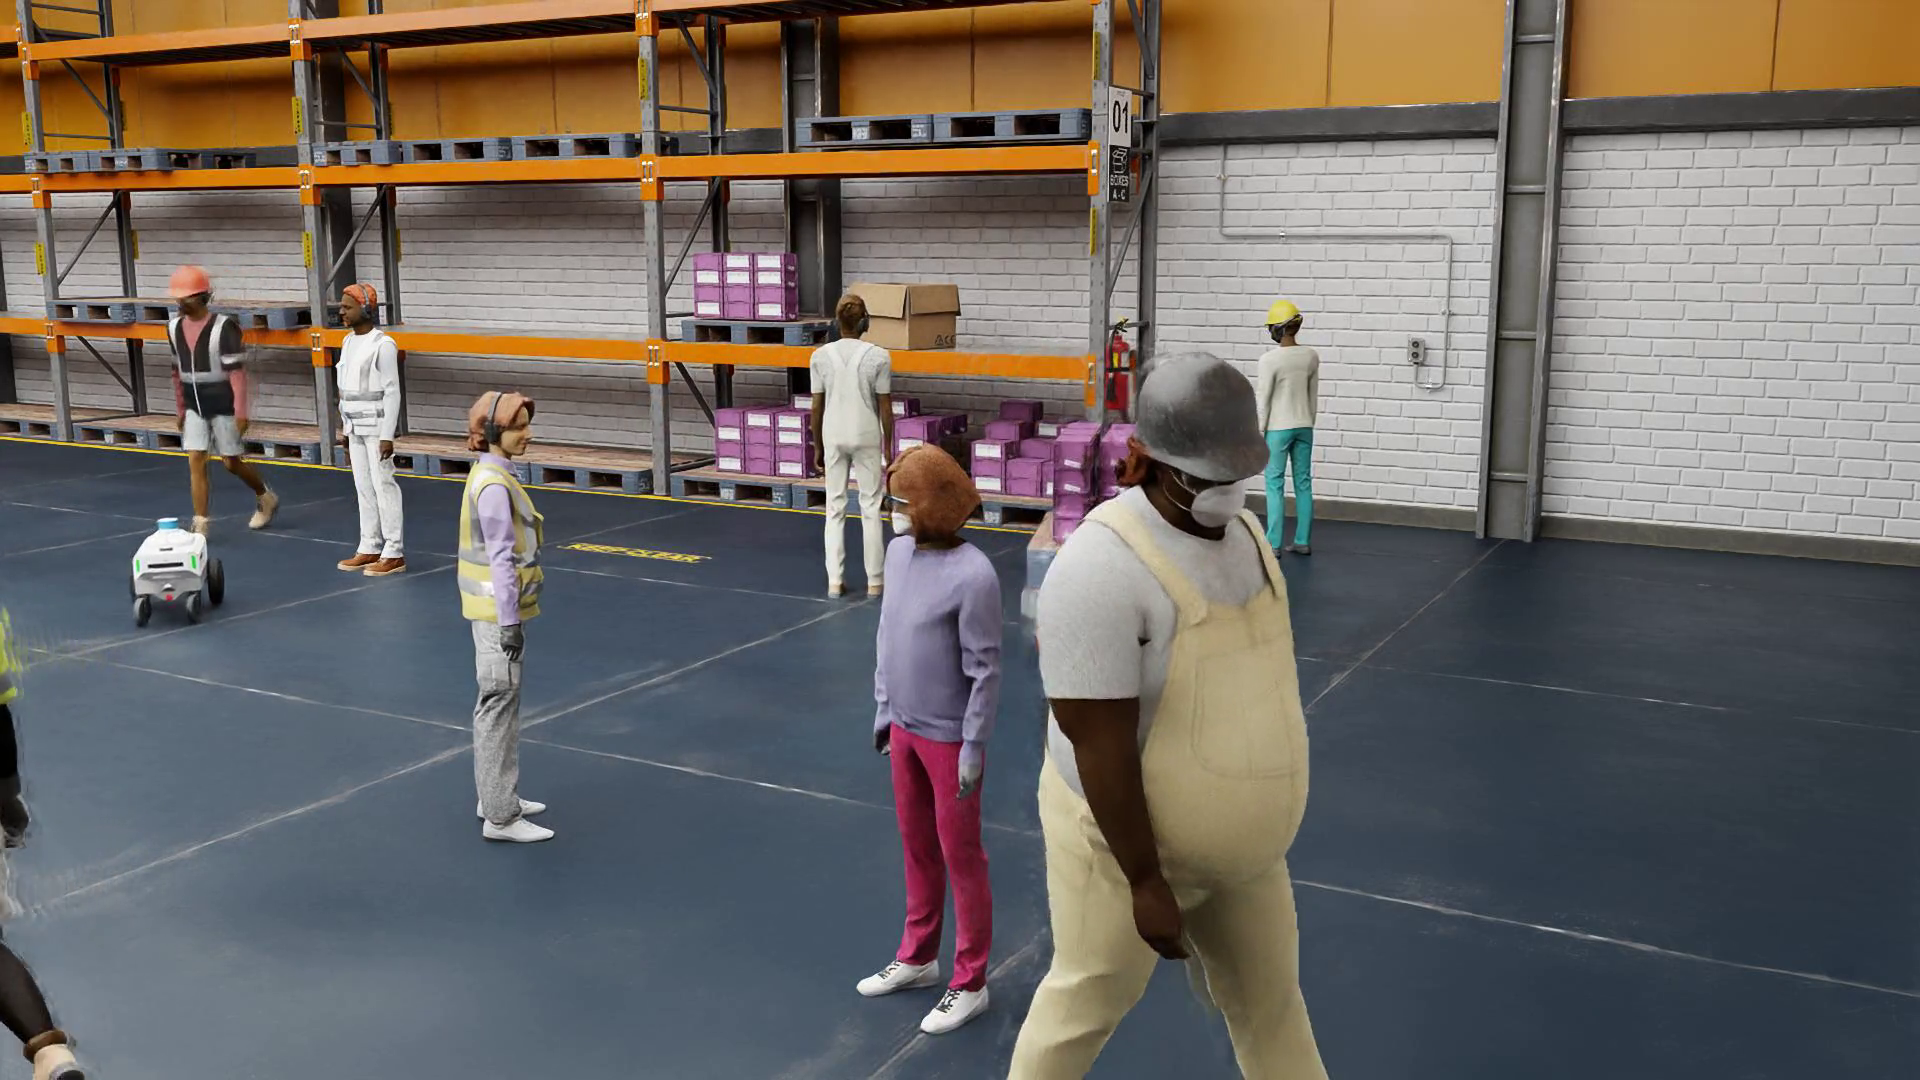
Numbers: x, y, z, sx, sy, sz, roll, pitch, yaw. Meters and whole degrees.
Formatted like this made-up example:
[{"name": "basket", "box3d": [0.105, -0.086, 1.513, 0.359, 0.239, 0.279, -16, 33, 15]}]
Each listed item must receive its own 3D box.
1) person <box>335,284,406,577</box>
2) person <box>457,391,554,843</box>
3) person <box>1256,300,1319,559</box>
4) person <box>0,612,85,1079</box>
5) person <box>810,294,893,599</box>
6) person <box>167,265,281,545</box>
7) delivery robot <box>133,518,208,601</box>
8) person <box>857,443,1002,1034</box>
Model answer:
[{"name": "person", "box3d": [-3.839, -0.707, 10.789, 0.573, 1.882, 0.356, 9, 14, 40]}, {"name": "person", "box3d": [-1.663, 0.277, 6.065, 0.310, 1.636, 0.523, -3, 11, -18]}, {"name": "person", "box3d": [2.213, -0.749, 11.365, 0.530, 1.761, 0.345, -6, 12, -28]}, {"name": "person", "box3d": [-2.395, 0.663, 3.864, 0.695, 1.675, 0.546, 7, 13, 35]}, {"name": "person", "box3d": [-0.653, -0.559, 10.073, 0.505, 1.846, 0.347, 2, 10, 9]}, {"name": "person", "box3d": [-5.341, -0.973, 11.972, 0.643, 2.002, 0.953, 2, 11, 13]}, {"name": "delivery robot", "box3d": [-4.570, 0.117, 9.637, 0.477, 0.478, 0.707, -4, 11, -20]}, {"name": "person", "box3d": [-0.081, 0.541, 4.620, 0.278, 1.633, 0.497, -7, 13, -35]}]
